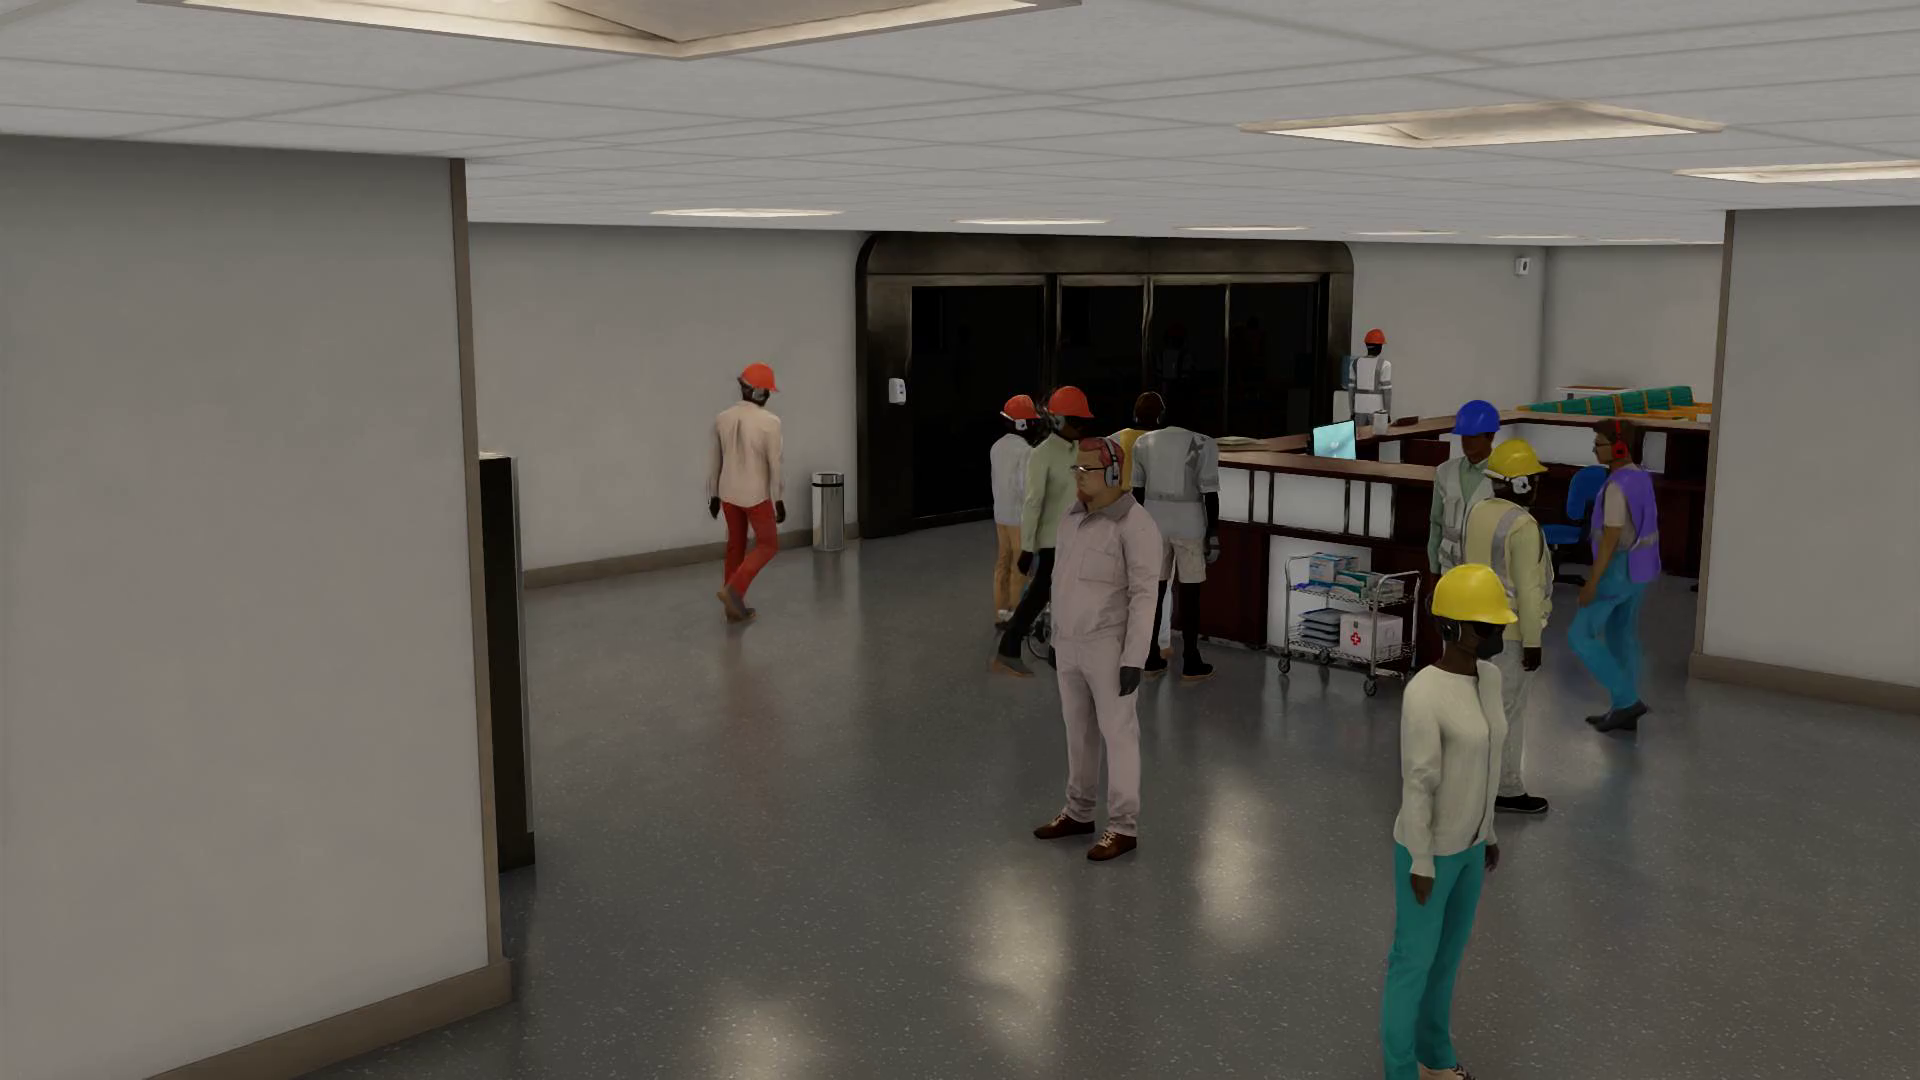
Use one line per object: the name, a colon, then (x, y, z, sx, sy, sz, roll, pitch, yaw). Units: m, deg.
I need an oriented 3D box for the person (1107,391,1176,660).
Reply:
person: (1.261, -0.088, 11.295, 0.628, 1.835, 0.429, 2, 10, 15)

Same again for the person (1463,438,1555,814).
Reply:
person: (2.693, 0.417, 8.177, 0.403, 1.837, 0.590, -2, 9, -12)

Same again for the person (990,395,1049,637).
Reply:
person: (0.428, -0.176, 12.061, 0.326, 1.752, 0.560, -4, 10, -26)

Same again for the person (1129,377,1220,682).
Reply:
person: (1.401, -0.071, 10.766, 0.613, 1.963, 0.362, 6, 11, 31)

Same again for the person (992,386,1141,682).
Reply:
person: (0.629, -0.012, 10.552, 1.089, 1.937, 0.602, 5, 10, 26)

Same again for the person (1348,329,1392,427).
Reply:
person: (4.968, -1.576, 20.088, 0.553, 1.935, 0.364, 8, 13, 42)

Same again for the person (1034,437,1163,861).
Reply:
person: (0.612, 0.482, 7.560, 0.410, 1.909, 0.643, -7, 11, -35)

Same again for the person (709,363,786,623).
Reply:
person: (-1.606, -0.325, 12.322, 0.682, 1.965, 0.598, 5, 11, 30)

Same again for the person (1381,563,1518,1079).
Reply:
person: (1.533, 0.943, 5.165, 0.325, 1.769, 0.524, 9, 13, 43)

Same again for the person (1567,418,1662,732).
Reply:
person: (3.729, 0.216, 9.443, 0.452, 1.827, 0.600, 7, 11, 35)

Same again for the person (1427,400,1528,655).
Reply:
person: (2.884, 0.181, 9.332, 0.420, 1.938, 0.601, -8, 12, -41)
